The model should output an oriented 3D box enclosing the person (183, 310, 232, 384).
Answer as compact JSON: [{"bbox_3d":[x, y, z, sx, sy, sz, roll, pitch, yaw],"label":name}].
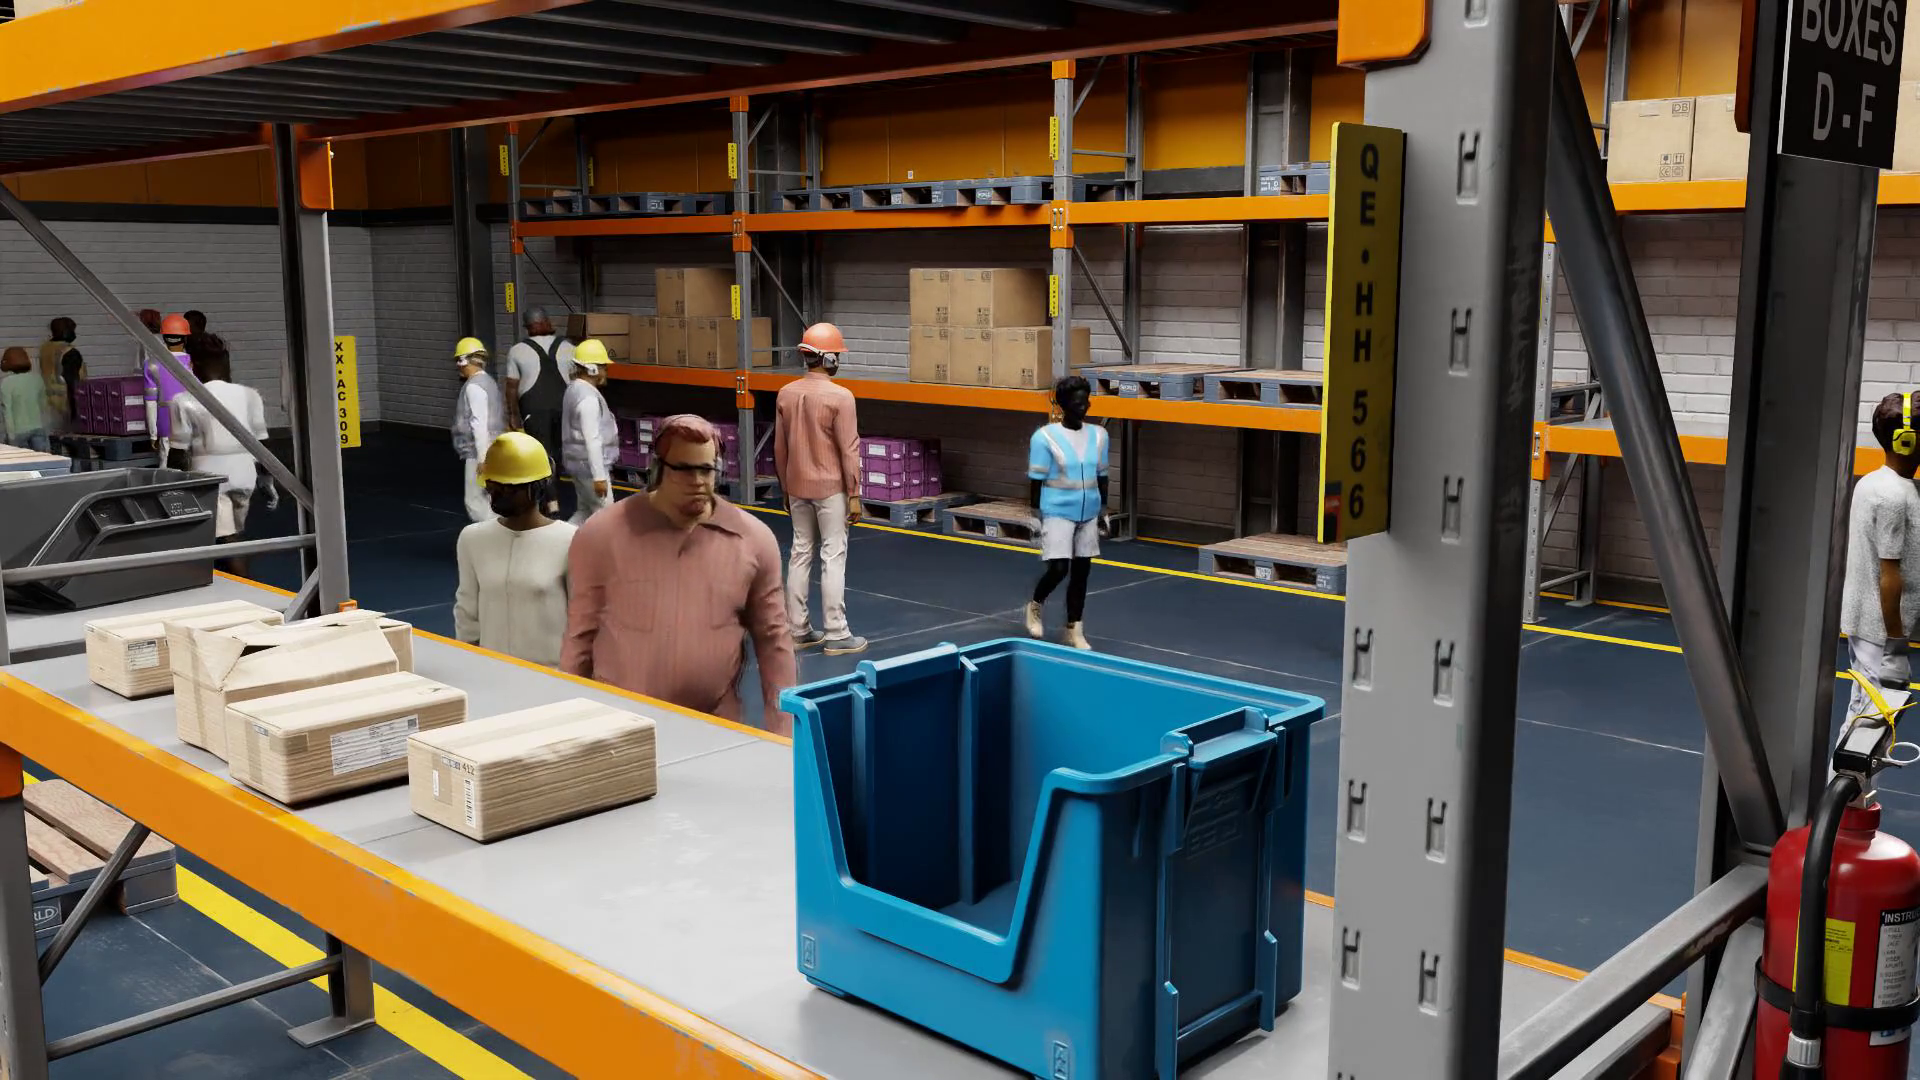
[{"bbox_3d":[-7.381,-1.284,16.265,0.592,1.916,0.375,2,10,14],"label":"person"}]

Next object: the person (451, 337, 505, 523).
[{"bbox_3d":[-3.717,-0.667,12.881,0.437,1.789,0.686,-1,9,-8],"label":"person"}]

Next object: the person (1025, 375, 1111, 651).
[{"bbox_3d":[0.644,-0.156,10.043,0.538,1.689,0.420,-5,11,-28],"label":"person"}]

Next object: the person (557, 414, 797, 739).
[{"bbox_3d":[-0.861,0.558,5.075,0.692,1.883,0.806,-4,10,-21],"label":"person"}]

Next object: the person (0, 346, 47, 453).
[{"bbox_3d":[-8.731,-1.020,15.640,0.754,1.605,0.506,3,10,20],"label":"person"}]

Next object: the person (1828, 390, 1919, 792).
[{"bbox_3d":[3.474,0.374,6.235,0.328,1.873,0.521,3,10,19],"label":"person"}]

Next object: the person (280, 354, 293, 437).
[{"bbox_3d":[-7.511,-1.595,19.062,0.523,1.621,0.400,-6,11,-34],"label":"person"}]

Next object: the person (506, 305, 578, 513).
[{"bbox_3d":[-3.995,-1.295,15.955,0.694,2.000,1.066,-5,11,-29],"label":"person"}]

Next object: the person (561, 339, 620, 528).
[{"bbox_3d":[-2.713,-0.541,12.029,0.627,1.823,0.608,-4,10,-23],"label":"person"}]

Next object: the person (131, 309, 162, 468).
[{"bbox_3d":[-9.022,-1.663,18.734,0.554,1.867,0.592,-9,13,-43],"label":"person"}]

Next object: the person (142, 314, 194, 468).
[{"bbox_3d":[-6.572,-0.935,14.058,0.543,1.939,0.360,-3,10,-19],"label":"person"}]

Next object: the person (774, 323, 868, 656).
[{"bbox_3d":[-0.831,-0.306,10.029,0.622,1.992,0.393,7,11,36],"label":"person"}]

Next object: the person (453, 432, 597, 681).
[{"bbox_3d":[-1.506,0.500,5.800,0.524,1.764,0.329,1,9,8],"label":"person"}]

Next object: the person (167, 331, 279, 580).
[{"bbox_3d":[-4.806,-0.373,10.686,1.000,1.905,0.633,6,11,33],"label":"person"}]

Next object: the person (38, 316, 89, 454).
[{"bbox_3d":[-9.567,-1.462,17.672,0.639,1.820,0.794,6,11,34],"label":"person"}]
